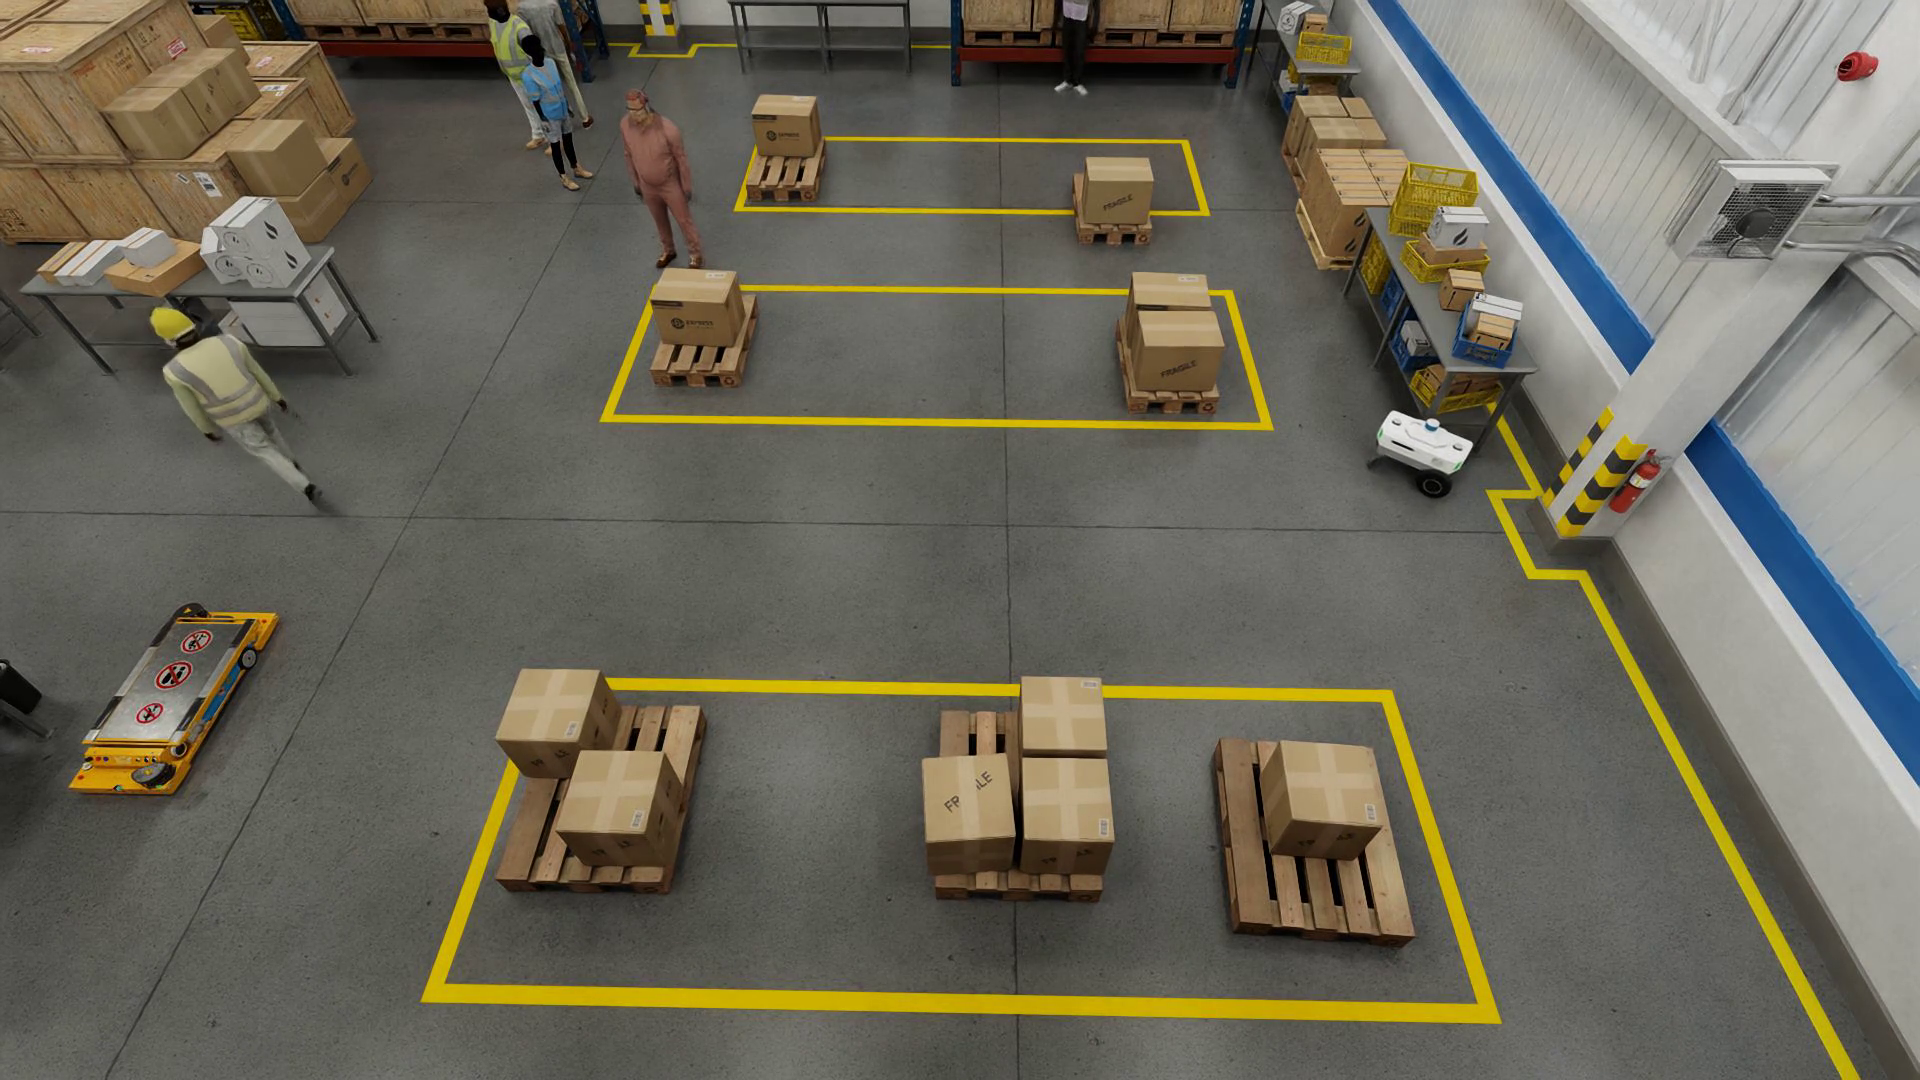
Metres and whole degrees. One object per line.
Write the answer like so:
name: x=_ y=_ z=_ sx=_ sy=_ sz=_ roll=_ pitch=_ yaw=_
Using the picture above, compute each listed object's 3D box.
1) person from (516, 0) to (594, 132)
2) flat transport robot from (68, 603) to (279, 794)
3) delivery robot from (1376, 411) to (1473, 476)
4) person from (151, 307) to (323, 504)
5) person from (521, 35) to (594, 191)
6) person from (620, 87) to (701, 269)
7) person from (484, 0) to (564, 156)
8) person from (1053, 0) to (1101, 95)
person: x=-5.097 y=-6.089 z=11.460 sx=0.520 sy=1.874 sz=0.332 roll=-11 pitch=51 yaw=-9
flat transport robot: x=-5.504 y=1.072 z=6.442 sx=0.652 sy=0.197 sz=1.431 roll=1 pitch=50 yaw=1
delivery robot: x=3.935 y=-0.823 z=7.801 sx=0.707 sy=0.478 sz=0.477 roll=29 pitch=56 yaw=23
person: x=-5.661 y=-1.029 z=7.238 sx=0.854 sy=1.819 sz=0.605 roll=23 pitch=54 yaw=19
person: x=-4.687 y=-4.933 z=10.595 sx=0.319 sy=1.696 sz=0.532 roll=15 pitch=51 yaw=12
person: x=-3.071 y=-3.647 z=9.373 sx=0.651 sy=1.904 sz=0.403 roll=10 pitch=50 yaw=8
person: x=-5.289 y=-5.613 z=11.080 sx=0.619 sy=1.839 sz=0.430 roll=26 pitch=54 yaw=20
person: x=1.547 y=-6.887 z=12.119 sx=0.628 sy=1.903 sz=0.416 roll=26 pitch=55 yaw=20
